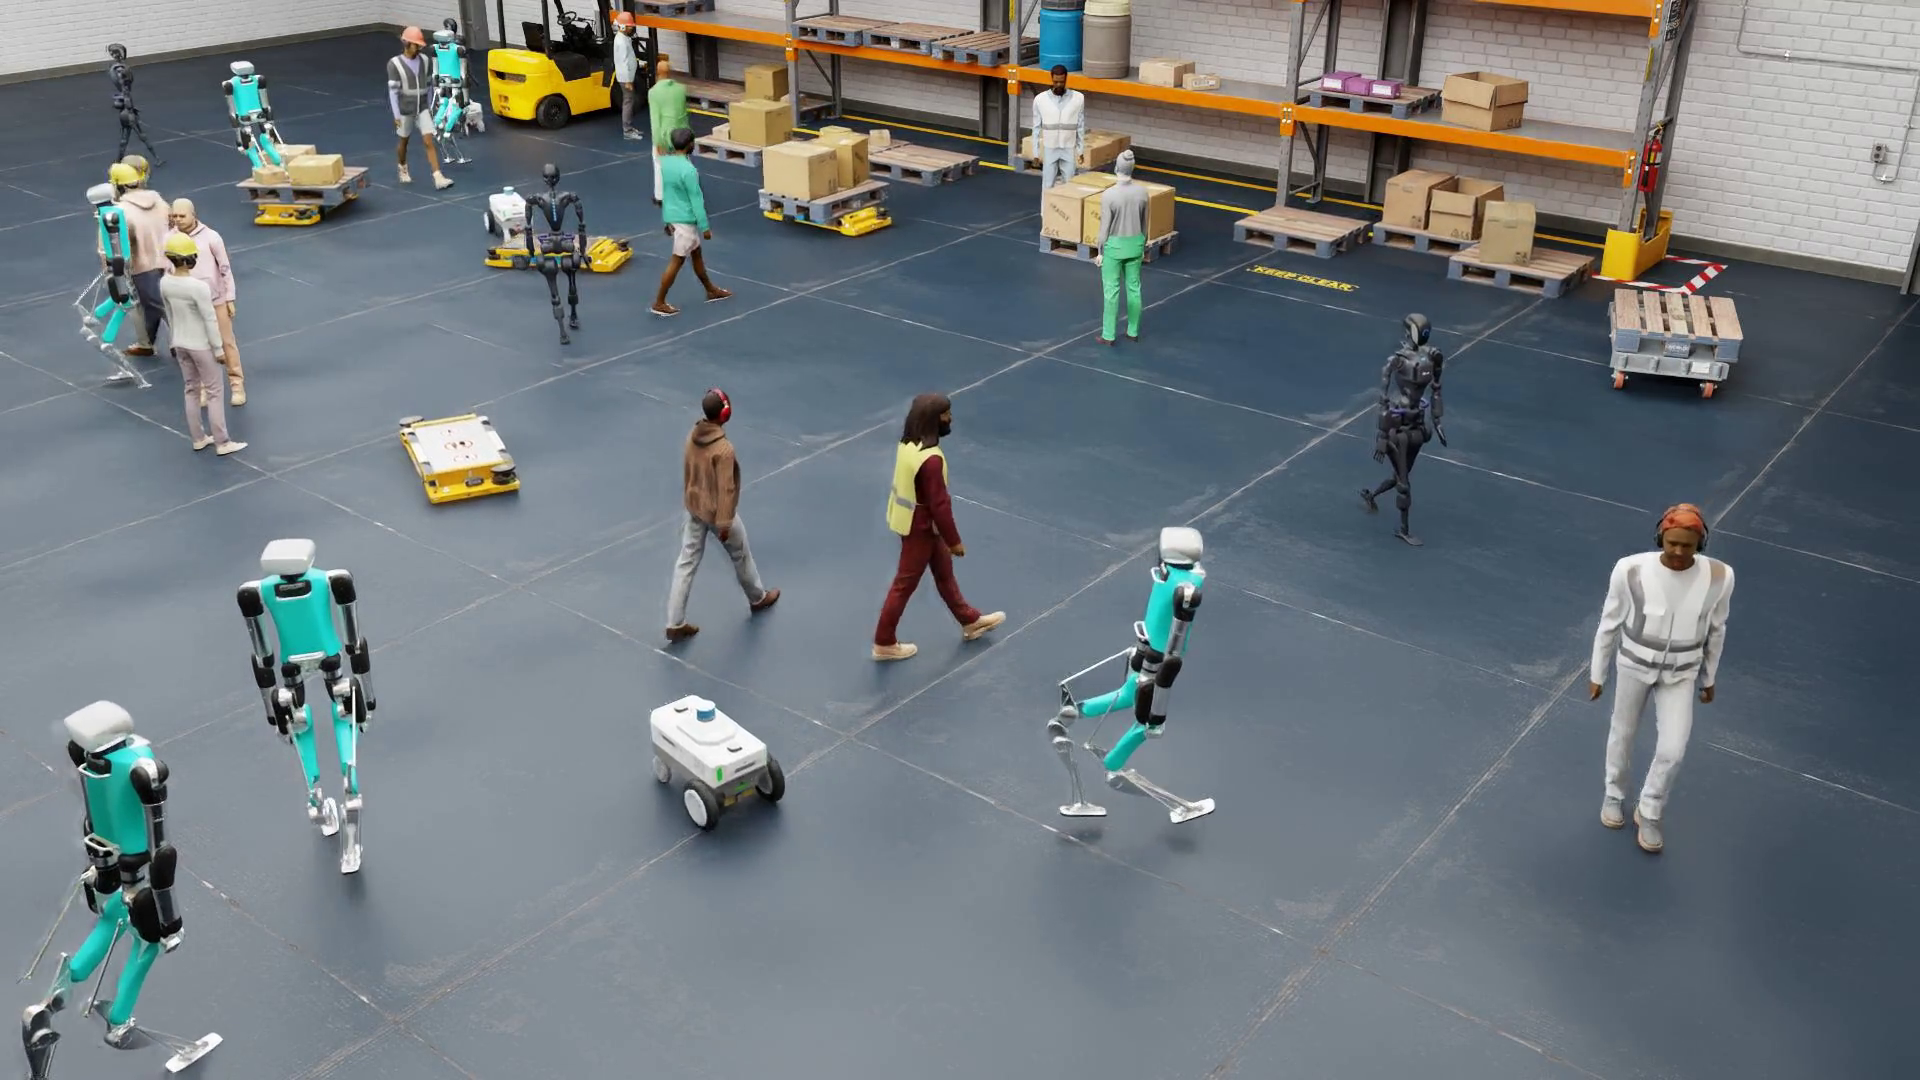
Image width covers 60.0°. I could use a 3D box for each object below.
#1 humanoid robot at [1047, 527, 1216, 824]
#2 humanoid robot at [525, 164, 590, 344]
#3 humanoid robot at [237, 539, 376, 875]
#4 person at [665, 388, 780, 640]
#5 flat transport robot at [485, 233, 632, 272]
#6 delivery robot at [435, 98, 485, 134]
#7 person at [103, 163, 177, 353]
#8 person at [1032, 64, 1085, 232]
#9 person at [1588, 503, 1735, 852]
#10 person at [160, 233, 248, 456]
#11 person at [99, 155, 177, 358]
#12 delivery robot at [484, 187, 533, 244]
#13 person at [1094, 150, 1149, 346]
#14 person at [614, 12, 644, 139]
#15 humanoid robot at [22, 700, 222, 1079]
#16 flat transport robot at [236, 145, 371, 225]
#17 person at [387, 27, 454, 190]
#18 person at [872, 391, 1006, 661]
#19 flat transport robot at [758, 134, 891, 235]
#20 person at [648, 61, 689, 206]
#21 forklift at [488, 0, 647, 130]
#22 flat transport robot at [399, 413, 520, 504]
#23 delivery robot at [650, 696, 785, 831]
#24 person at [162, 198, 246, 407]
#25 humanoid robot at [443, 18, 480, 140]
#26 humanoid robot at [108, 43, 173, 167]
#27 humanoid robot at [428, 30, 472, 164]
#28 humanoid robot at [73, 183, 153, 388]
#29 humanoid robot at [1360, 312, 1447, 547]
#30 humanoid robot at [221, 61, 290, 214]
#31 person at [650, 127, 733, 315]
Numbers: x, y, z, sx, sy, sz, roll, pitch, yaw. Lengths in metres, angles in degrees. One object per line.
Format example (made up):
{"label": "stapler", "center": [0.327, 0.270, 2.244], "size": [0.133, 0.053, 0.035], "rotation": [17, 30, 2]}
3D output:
{"label": "humanoid robot", "center": [0.807, 0.749, 8.336], "size": [1.031, 1.722, 0.531], "rotation": [-2, 26, -3]}
{"label": "humanoid robot", "center": [-3.797, -2.718, 15.603], "size": [0.600, 1.639, 0.692], "rotation": [-7, 27, -14]}
{"label": "humanoid robot", "center": [-3.112, 0.877, 8.058], "size": [0.545, 1.761, 0.909], "rotation": [-7, 27, -14]}
{"label": "person", "center": [-1.549, -0.176, 10.396], "size": [0.441, 1.596, 0.893], "rotation": [19, 32, 35]}
{"label": "flat transport robot", "center": [-4.344, -3.109, 18.009], "size": [1.431, 0.231, 0.659], "rotation": [4, 26, 8]}
{"label": "delivery robot", "center": [-7.219, -6.175, 24.026], "size": [0.499, 0.592, 0.771], "rotation": [-23, 34, -39]}
{"label": "person", "center": [-7.267, -2.472, 14.914], "size": [0.969, 1.813, 0.823], "rotation": [7, 27, 15]}
{"label": "person", "center": [1.110, -4.422, 18.851], "size": [0.595, 1.908, 0.408], "rotation": [-2, 26, -5]}
{"label": "person", "center": [3.466, 0.691, 8.303], "size": [0.608, 1.861, 0.645], "rotation": [7, 27, 14]}
{"label": "person", "center": [-5.954, -1.527, 13.025], "size": [0.527, 1.759, 0.344], "rotation": [13, 29, 25]}
{"label": "person", "center": [-7.368, -2.536, 15.016], "size": [0.711, 1.850, 0.400], "rotation": [-8, 27, -16]}
{"label": "delivery robot", "center": [-5.109, -3.721, 18.929], "size": [0.499, 0.579, 0.766], "rotation": [-12, 28, -24]}
{"label": "person", "center": [1.493, -2.700, 15.358], "size": [0.511, 1.839, 0.341], "rotation": [-10, 28, -21]}
{"label": "person", "center": [-4.671, -6.537, 23.419], "size": [0.347, 1.739, 0.571], "rotation": [-5, 26, -10]}
{"label": "humanoid robot", "center": [-3.534, 1.589, 6.607], "size": [0.554, 1.764, 0.967], "rotation": [15, 30, 29]}
{"label": "flat transport robot", "center": [-7.820, -4.042, 19.941], "size": [0.659, 0.231, 1.431], "rotation": [2, 26, 4]}
{"label": "person", "center": [-6.818, -5.392, 20.792], "size": [0.634, 1.965, 1.100], "rotation": [-23, 34, -39]}
{"label": "person", "center": [-0.141, -0.071, 10.041], "size": [0.906, 1.724, 0.480], "rotation": [-4, 26, -9]}
{"label": "flat transport robot", "center": [-1.566, -3.826, 19.493], "size": [1.431, 0.231, 0.659], "rotation": [18, 31, 33]}
{"label": "person", "center": [-3.429, -4.821, 19.854], "size": [0.542, 1.748, 0.826], "rotation": [-17, 30, -31]}
{"label": "forklift", "center": [-5.874, -7.334, 24.552], "size": [1.214, 2.155, 2.313], "rotation": [19, 32, 34]}
{"label": "flat transport robot", "center": [-3.915, -0.667, 12.952], "size": [0.659, 0.231, 1.431], "rotation": [-12, 28, -23]}
{"label": "delivery robot", "center": [-1.338, 1.130, 8.874], "size": [0.499, 0.570, 0.750], "rotation": [-21, 33, -36]}
{"label": "person", "center": [-6.346, -1.994, 13.958], "size": [0.535, 1.781, 0.400], "rotation": [-4, 26, -8]}
{"label": "humanoid robot", "center": [-7.069, -6.512, 23.473], "size": [0.586, 1.650, 0.613], "rotation": [13, 29, 25]}
{"label": "humanoid robot", "center": [-10.831, -5.629, 21.663], "size": [0.791, 1.621, 0.594], "rotation": [-12, 28, -23]}
{"label": "humanoid robot", "center": [-6.687, -5.699, 21.531], "size": [0.533, 1.677, 0.735], "rotation": [8, 27, 15]}
{"label": "humanoid robot", "center": [-7.398, -2.144, 14.318], "size": [0.737, 1.799, 0.537], "rotation": [-11, 28, -21]}
{"label": "humanoid robot", "center": [3.113, -0.824, 11.719], "size": [0.586, 1.654, 0.743], "rotation": [-13, 29, -26]}
{"label": "humanoid robot", "center": [-8.201, -4.699, 19.610], "size": [0.664, 1.794, 0.540], "rotation": [19, 32, 34]}
{"label": "person", "center": [-2.700, -3.130, 16.298], "size": [0.988, 1.799, 0.528], "rotation": [-19, 32, -34]}
